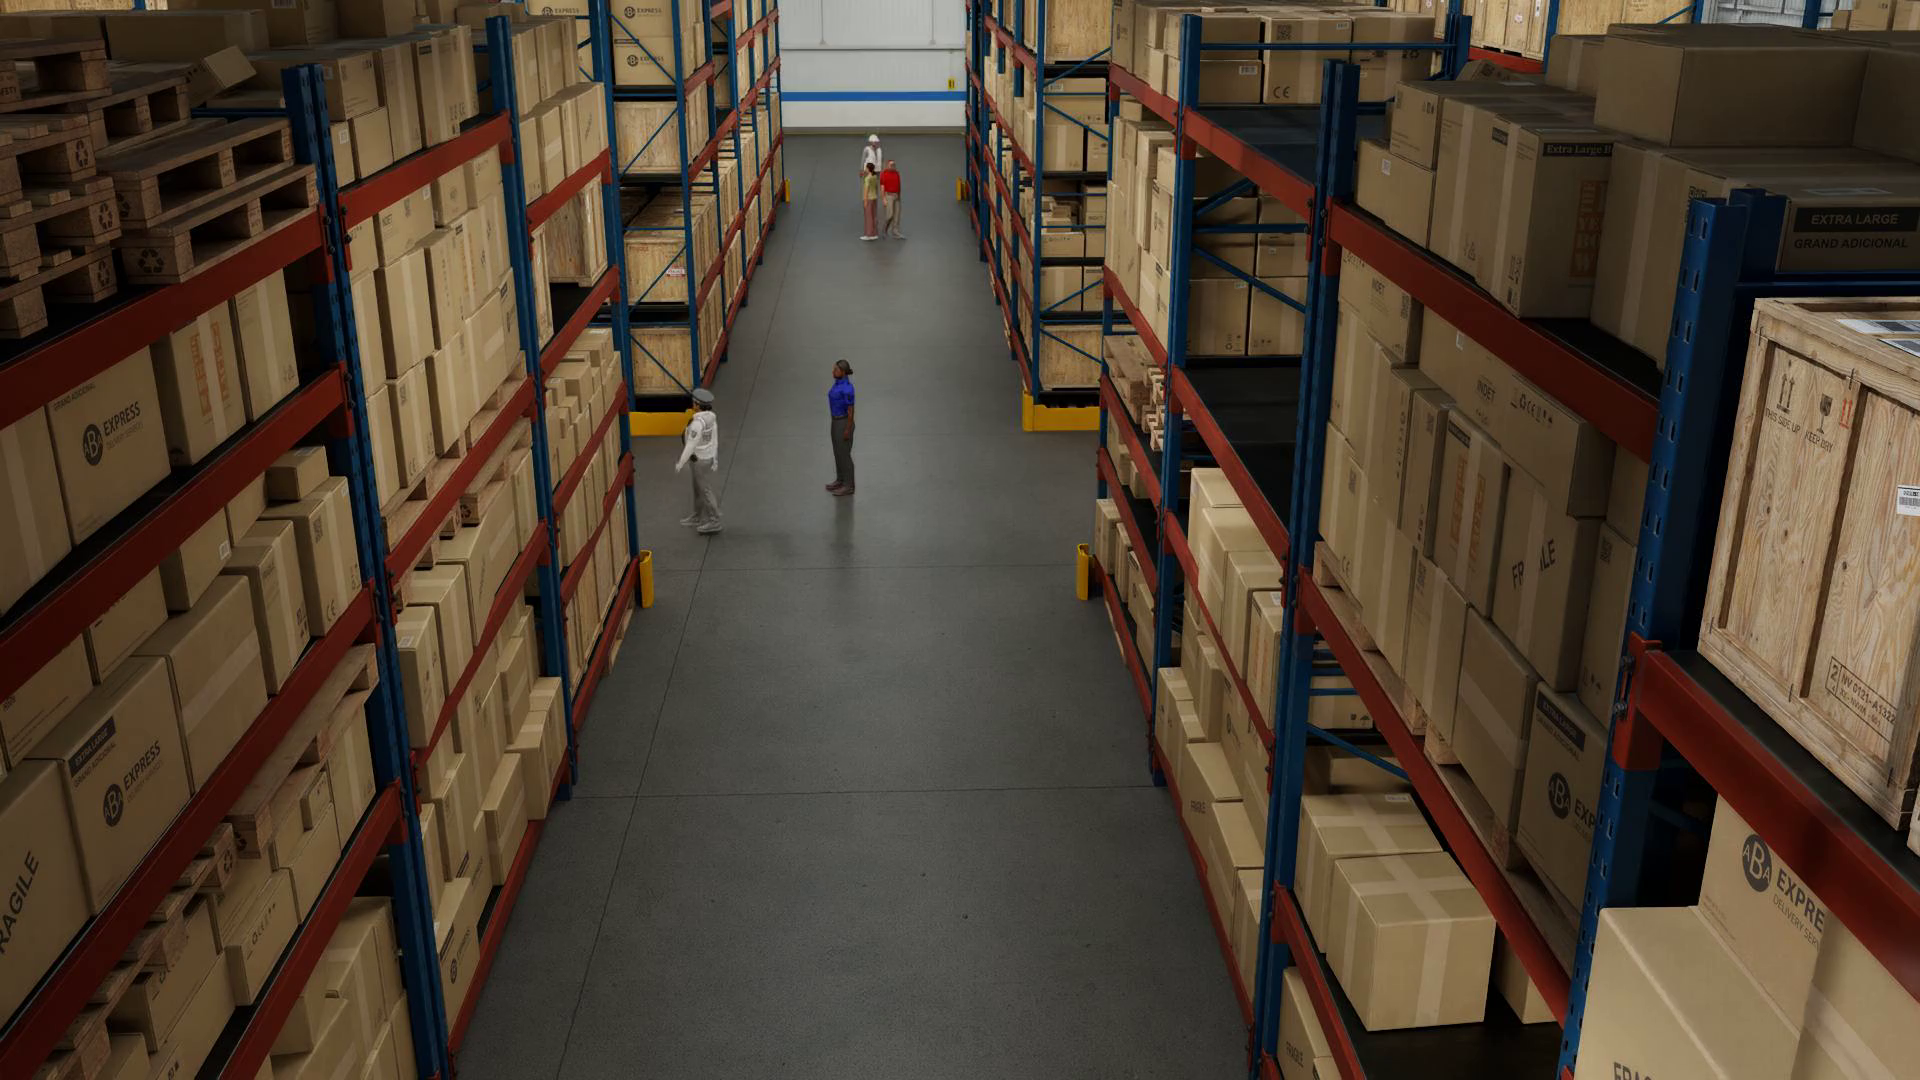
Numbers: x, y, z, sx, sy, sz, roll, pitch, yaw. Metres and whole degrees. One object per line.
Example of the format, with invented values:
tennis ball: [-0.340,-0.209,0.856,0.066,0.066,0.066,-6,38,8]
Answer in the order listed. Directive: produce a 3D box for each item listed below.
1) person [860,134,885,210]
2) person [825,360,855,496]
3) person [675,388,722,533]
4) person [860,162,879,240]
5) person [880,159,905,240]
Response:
person: [-2.077,-8.956,40.432,0.591,1.768,0.664,-14,25,-33]
person: [-1.467,-1.396,20.390,0.348,1.659,0.440,-8,22,-20]
person: [-3.035,-0.912,18.998,0.587,1.693,0.493,4,21,11]
person: [-1.964,-7.456,36.575,0.331,1.671,0.475,14,24,32]
person: [-1.499,-7.522,36.729,0.449,1.760,0.572,19,27,41]
